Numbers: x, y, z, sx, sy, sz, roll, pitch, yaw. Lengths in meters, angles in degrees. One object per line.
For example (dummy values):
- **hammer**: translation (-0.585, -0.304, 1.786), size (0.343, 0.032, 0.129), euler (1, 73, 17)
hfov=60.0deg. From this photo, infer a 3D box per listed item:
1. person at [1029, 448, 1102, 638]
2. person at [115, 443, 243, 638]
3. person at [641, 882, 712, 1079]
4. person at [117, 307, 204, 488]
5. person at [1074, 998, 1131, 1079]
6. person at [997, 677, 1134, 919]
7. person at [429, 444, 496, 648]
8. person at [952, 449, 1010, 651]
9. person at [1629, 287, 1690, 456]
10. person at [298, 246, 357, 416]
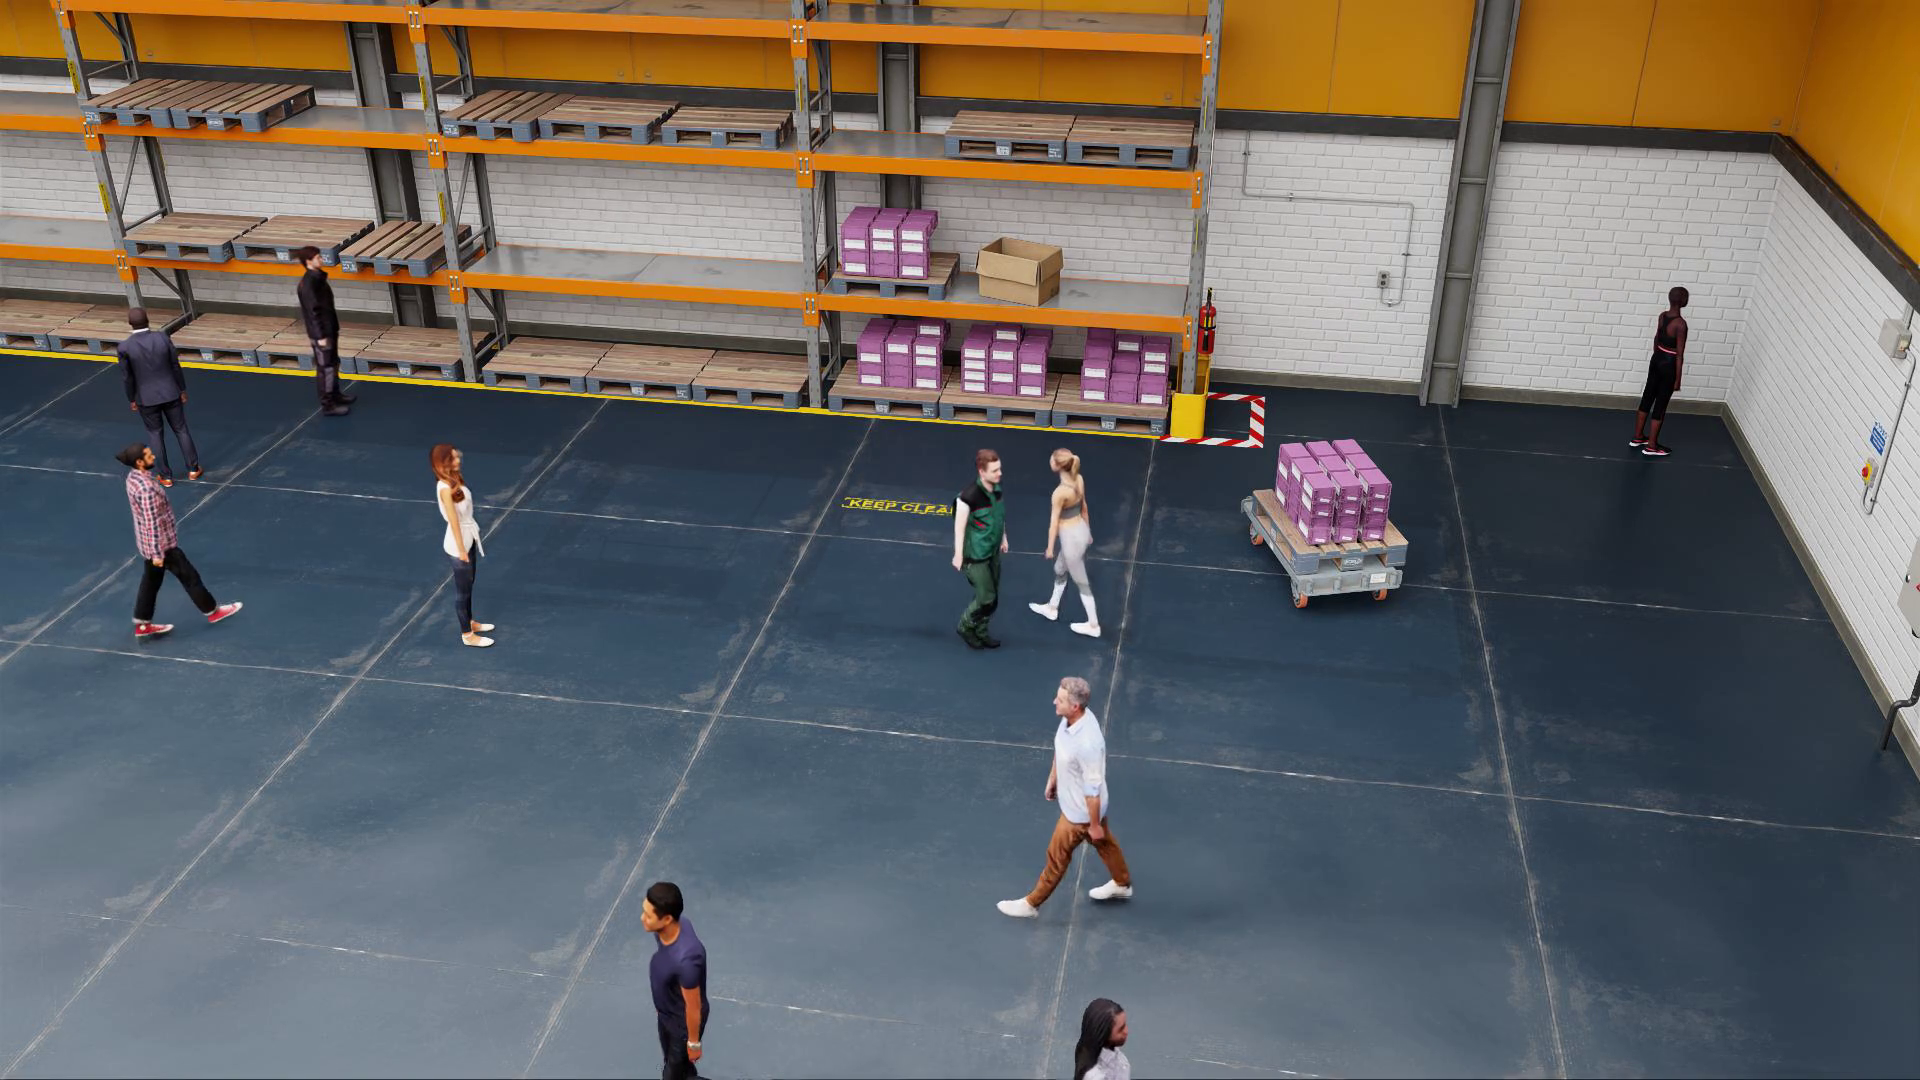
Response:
- **person**: translation (0.999, 0.054, 13.634), size (0.980, 1.668, 0.732), euler (15, 32, 25)
- **person**: translation (-6.631, 0.040, 13.607), size (1.179, 1.718, 1.148), euler (-21, 35, -33)
- **person**: translation (-1.416, 2.545, 8.948), size (0.896, 1.782, 0.840), euler (-14, 32, -24)
- **person**: translation (-7.771, -1.394, 16.127), size (0.774, 1.824, 0.848), euler (-16, 33, -27)
- **person**: translation (0.605, 2.964, 8.262), size (0.977, 1.704, 0.613), euler (6, 29, 10)
- **person**: translation (0.857, 1.656, 10.585), size (1.228, 1.775, 0.900), euler (-2, 29, -4)
- **person**: translation (-4.084, 0.030, 13.556), size (0.626, 1.785, 0.645), euler (-4, 29, -7)
- **person**: translation (0.109, 0.067, 13.448), size (0.782, 1.824, 0.772), euler (17, 33, 28)
- **person**: translation (7.099, -1.725, 16.801), size (0.660, 1.758, 0.656), euler (-7, 29, -13)
- **person**: translation (-6.778, -2.235, 17.652), size (0.685, 1.838, 0.776), euler (-4, 29, -7)
